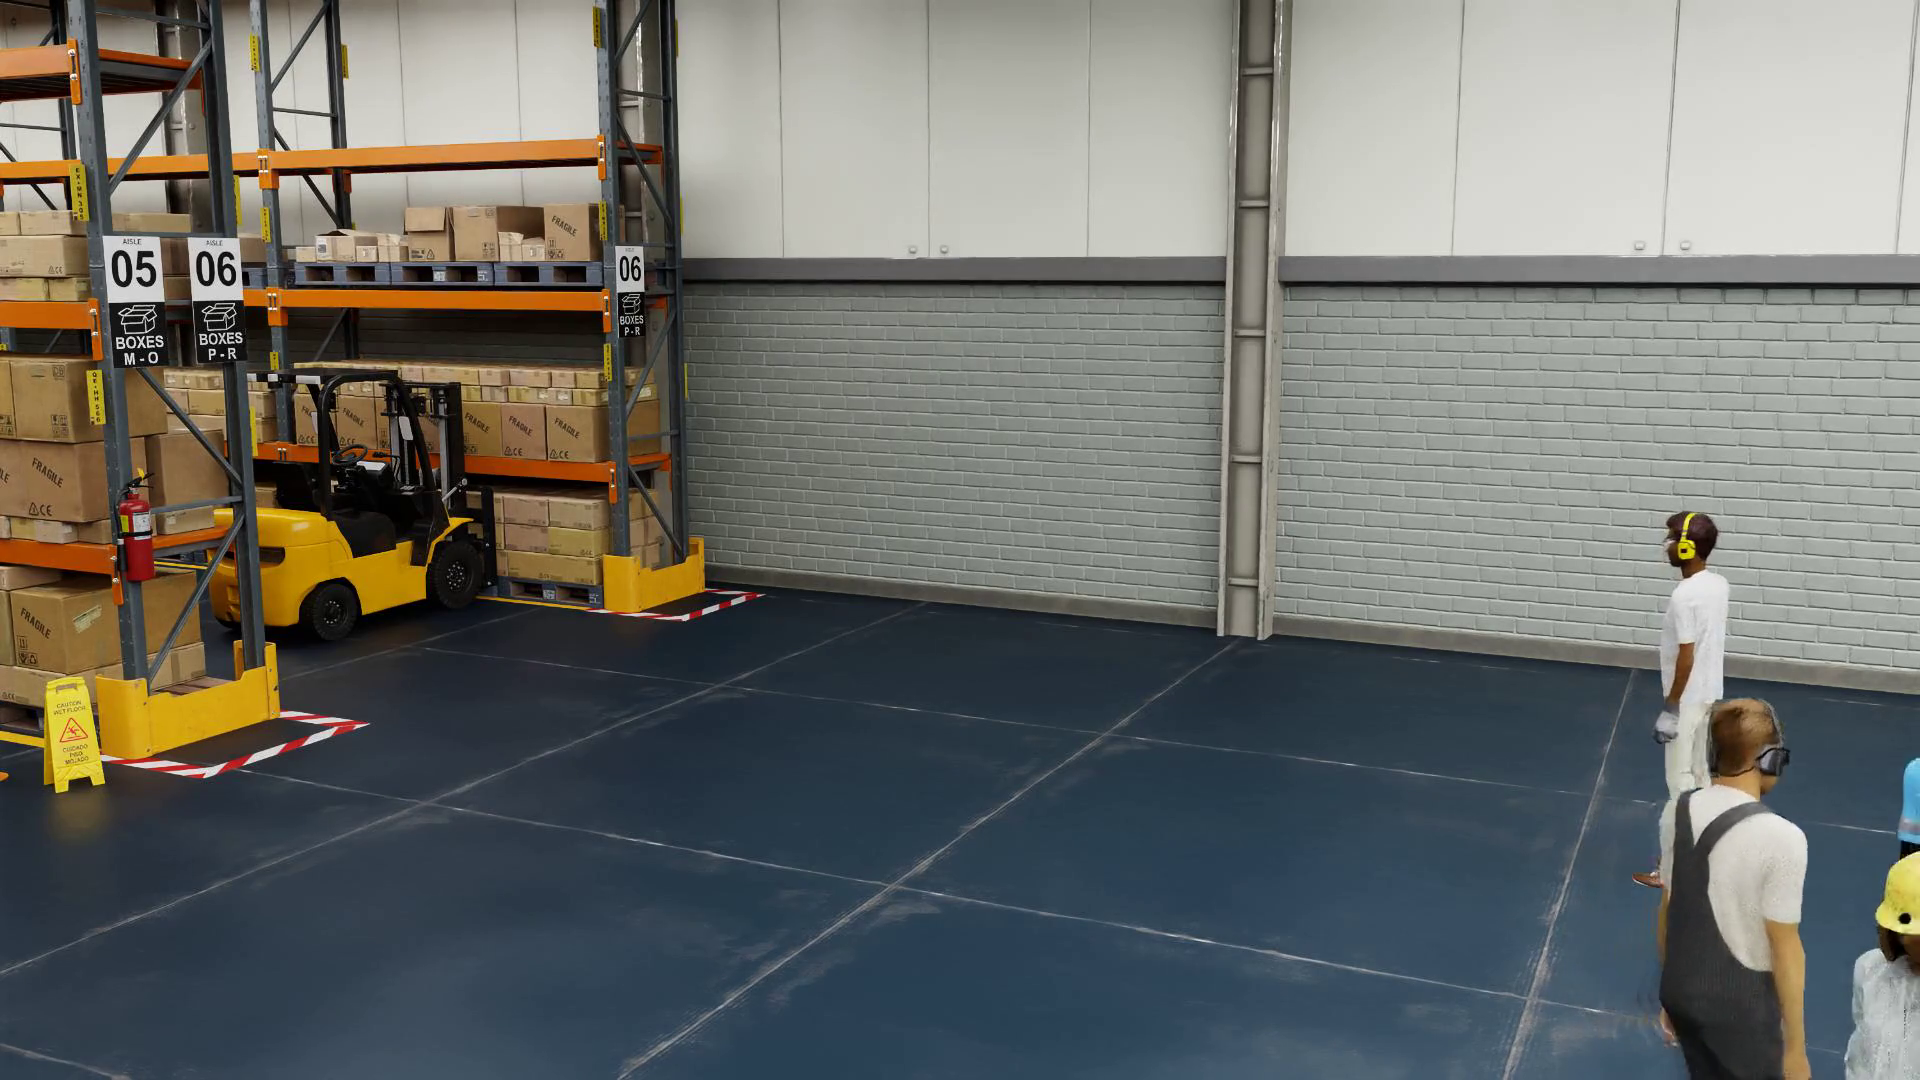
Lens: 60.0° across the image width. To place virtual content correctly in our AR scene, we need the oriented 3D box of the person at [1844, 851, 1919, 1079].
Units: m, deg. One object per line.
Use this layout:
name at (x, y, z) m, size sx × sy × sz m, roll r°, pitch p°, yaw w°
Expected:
person at (2.373, 1.546, 4.030) m, size 0.917 × 1.692 × 0.485 m, roll -5°, pitch 10°, yaw -26°

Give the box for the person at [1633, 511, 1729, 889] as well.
person at (3.545, 0.789, 8.126) m, size 0.310 × 1.864 × 0.533 m, roll 9°, pitch 13°, yaw 43°

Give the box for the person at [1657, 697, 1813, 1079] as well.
person at (2.141, 1.367, 4.747) m, size 0.559 × 1.810 × 0.596 m, roll -3°, pitch 10°, yaw -15°

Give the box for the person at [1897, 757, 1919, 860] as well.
person at (3.501, 1.267, 5.721) m, size 0.539 × 1.682 × 0.512 m, roll 2°, pitch 9°, yaw 12°
